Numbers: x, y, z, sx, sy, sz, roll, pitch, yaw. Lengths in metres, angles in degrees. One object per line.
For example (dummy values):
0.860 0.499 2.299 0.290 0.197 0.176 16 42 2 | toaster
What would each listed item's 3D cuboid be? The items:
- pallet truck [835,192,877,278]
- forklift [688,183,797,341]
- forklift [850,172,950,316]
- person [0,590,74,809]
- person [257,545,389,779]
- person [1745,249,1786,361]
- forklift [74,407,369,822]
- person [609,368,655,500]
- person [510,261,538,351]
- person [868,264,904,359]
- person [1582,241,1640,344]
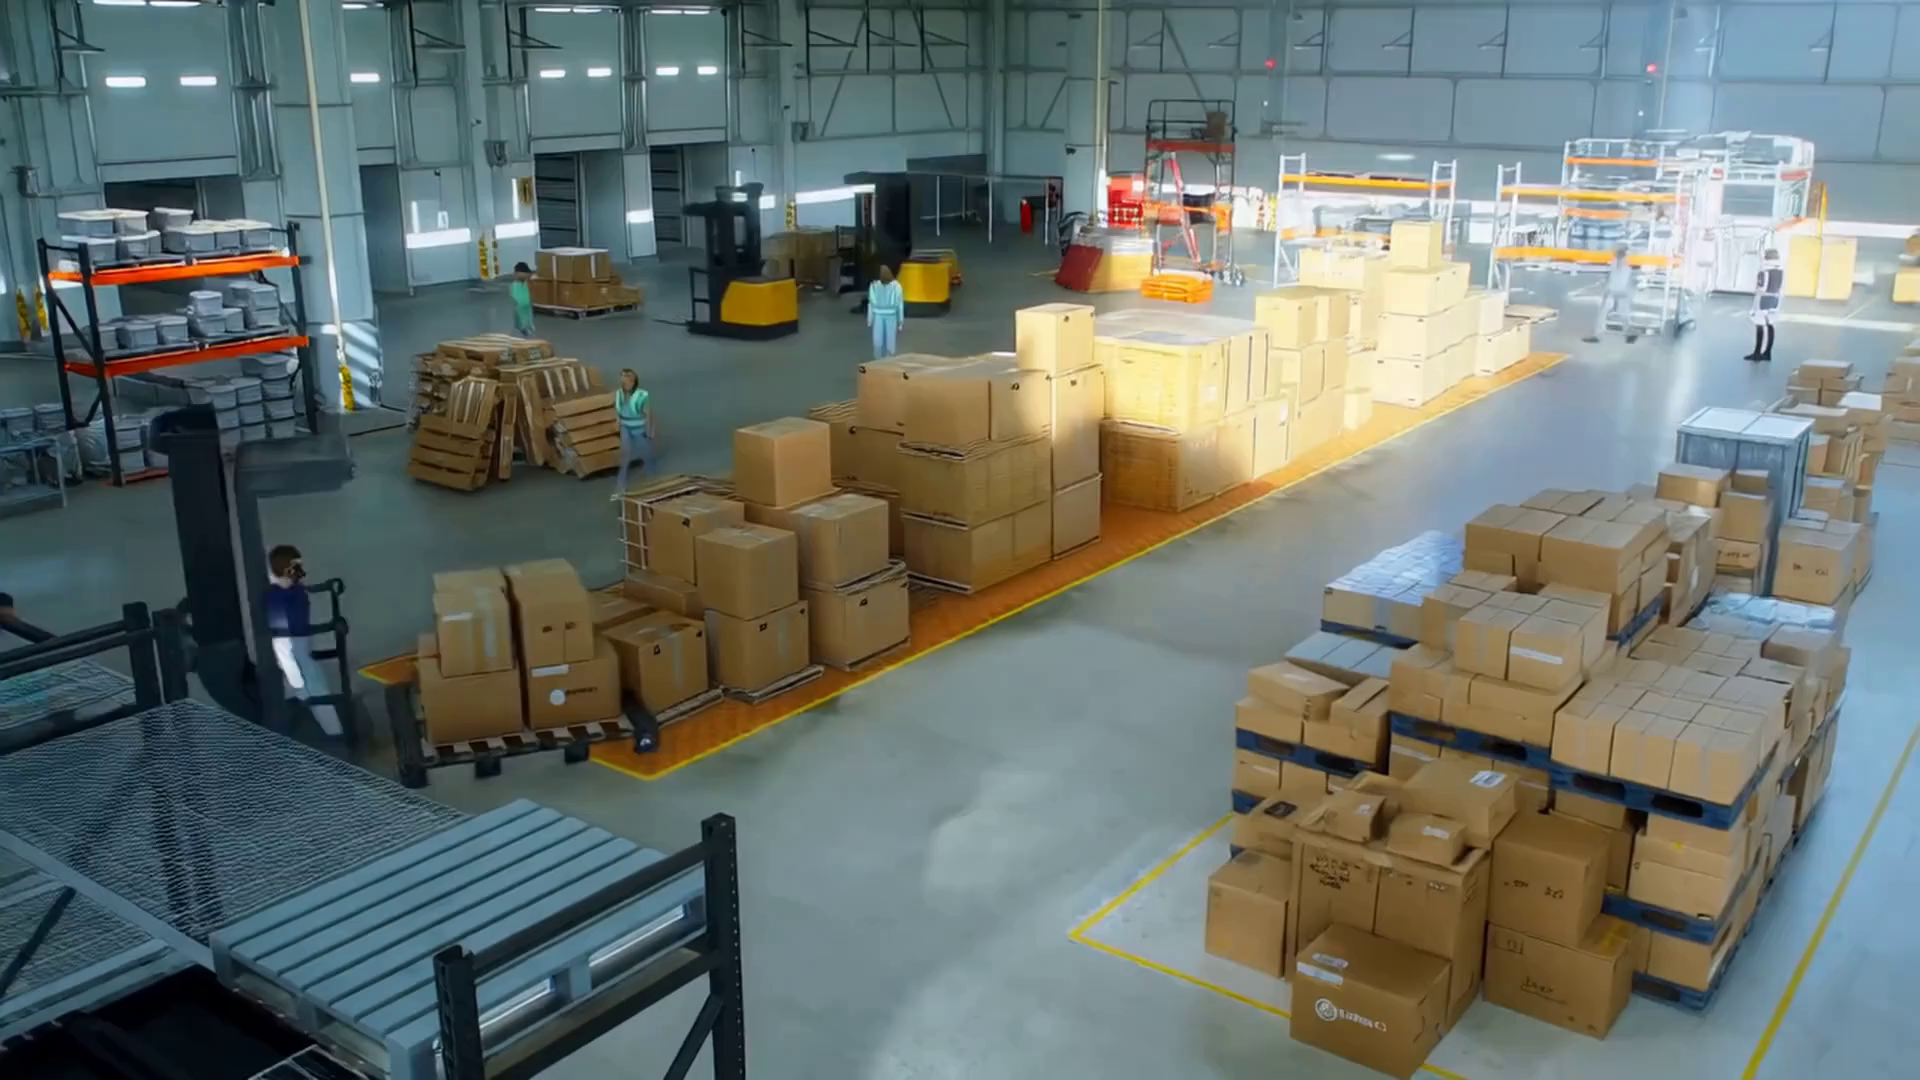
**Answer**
-1.936 -7.159 38.982 1.885 1.965 0.823 -12 21 -34 | pallet truck
-4.094 -5.262 31.199 1.873 2.768 1.129 12 21 35 | forklift
-1.201 -6.008 33.669 1.873 2.768 1.129 3 17 10 | forklift
-6.400 1.239 11.353 0.658 1.894 0.608 4 17 13 | person
-4.865 0.947 12.330 1.035 1.879 0.647 0 17 0 | person
13.970 -4.070 28.852 0.543 1.939 0.362 -4 17 -14 | person
-5.483 0.476 12.199 1.873 2.768 1.129 -7 18 -21 | forklift
-3.987 -1.290 20.224 0.540 1.587 0.846 6 18 19 | person
-7.344 -3.684 27.656 0.956 1.908 0.540 3 17 9 | person
-1.230 -3.614 27.455 0.612 1.871 0.415 2 17 6 | person
12.072 -4.527 30.457 1.012 1.893 0.639 0 17 0 | person
